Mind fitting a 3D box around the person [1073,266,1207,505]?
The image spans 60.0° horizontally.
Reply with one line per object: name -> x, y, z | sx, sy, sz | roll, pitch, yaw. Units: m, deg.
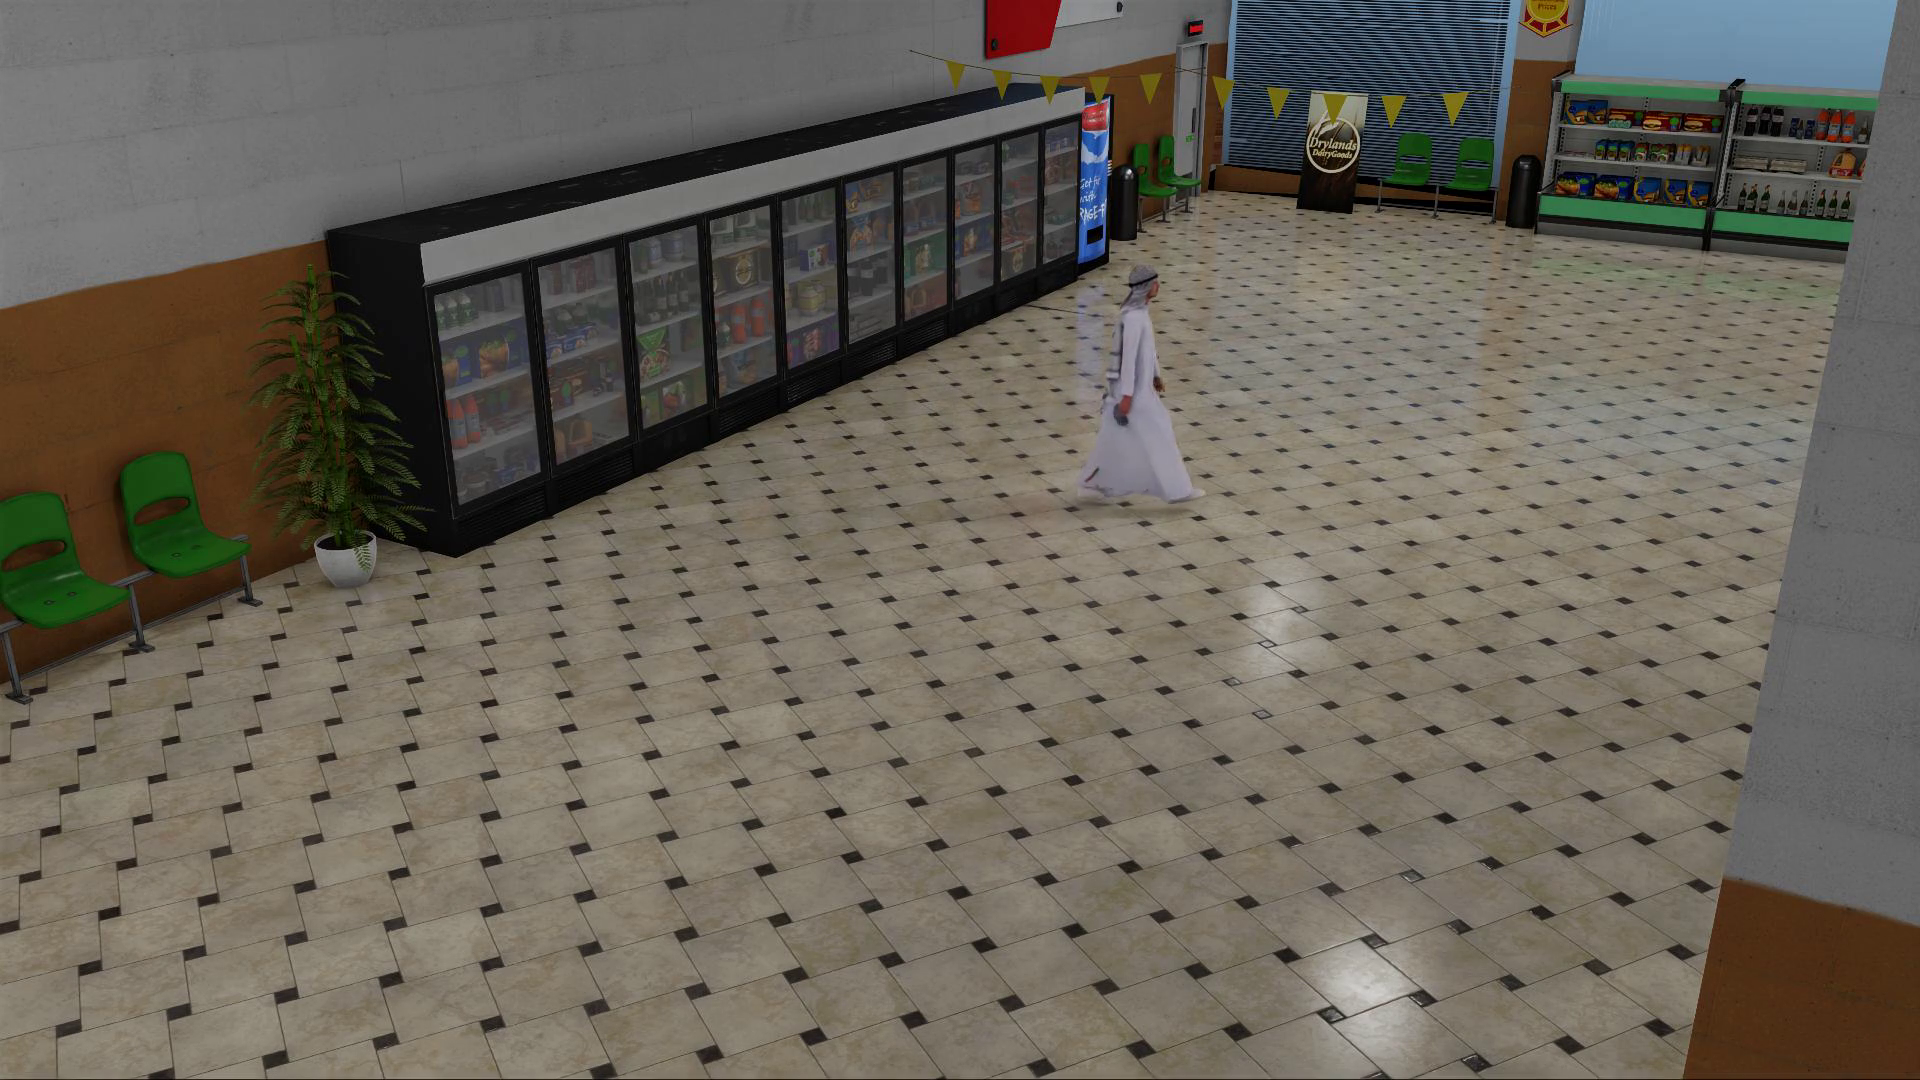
person -> 1.237, -1.141, 12.739 | 1.364, 1.877, 1.080 | 1, 22, 3
